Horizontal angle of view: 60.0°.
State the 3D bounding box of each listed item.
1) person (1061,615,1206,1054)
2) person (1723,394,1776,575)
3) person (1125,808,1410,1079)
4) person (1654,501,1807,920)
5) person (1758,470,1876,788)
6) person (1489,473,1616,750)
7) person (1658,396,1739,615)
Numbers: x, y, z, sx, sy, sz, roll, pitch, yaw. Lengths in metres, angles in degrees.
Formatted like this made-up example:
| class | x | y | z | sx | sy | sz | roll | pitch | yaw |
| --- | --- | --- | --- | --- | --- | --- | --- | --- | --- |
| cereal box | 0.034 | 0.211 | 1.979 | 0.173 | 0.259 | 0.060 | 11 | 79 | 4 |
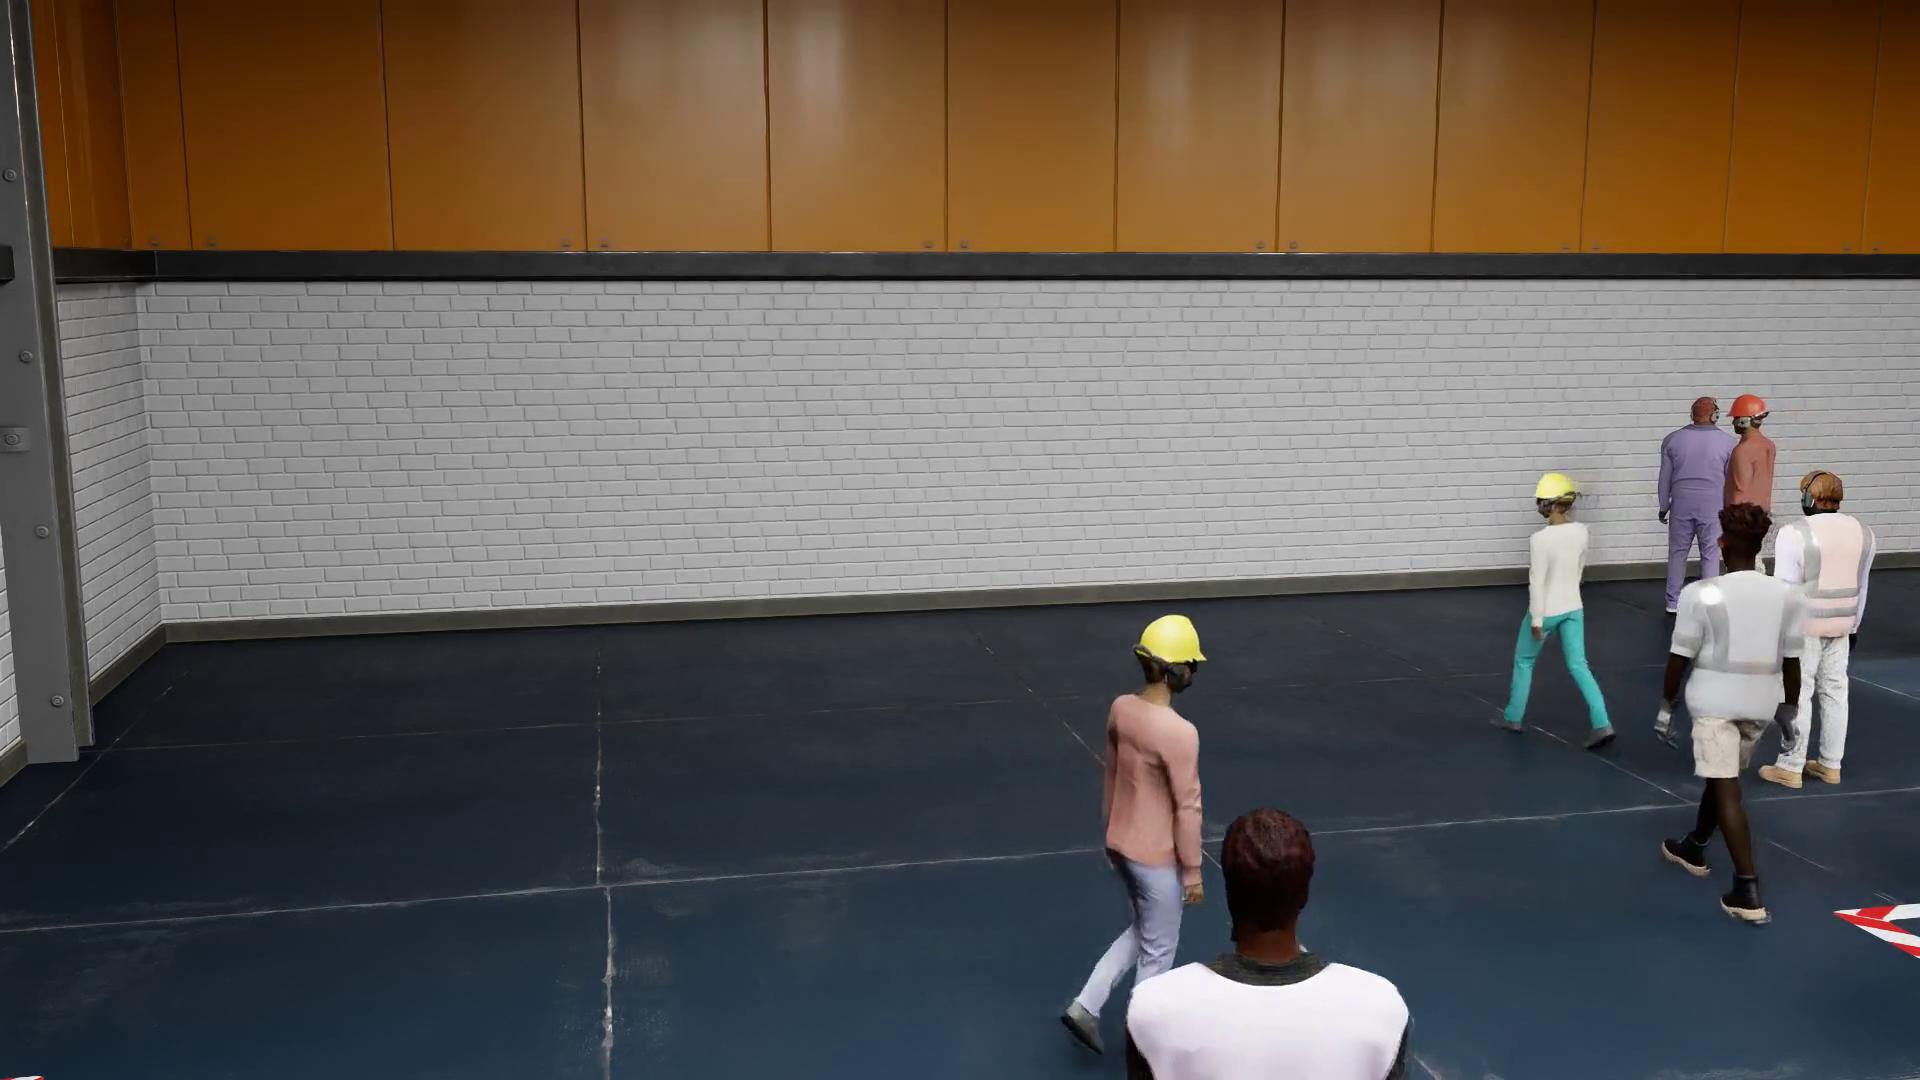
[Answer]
| class | x | y | z | sx | sy | sz | roll | pitch | yaw |
| --- | --- | --- | --- | --- | --- | --- | --- | --- | --- |
| person | 0.694 | 1.143 | 6.102 | 0.440 | 1.754 | 0.535 | -4 | 10 | -23 |
| person | 6.309 | -0.175 | 13.392 | 0.623 | 1.989 | 0.401 | -9 | 13 | -43 |
| person | 0.626 | 1.498 | 3.480 | 0.591 | 1.904 | 0.461 | -1 | 9 | -4 |
| person | 3.647 | 0.768 | 7.891 | 0.619 | 1.918 | 0.988 | -1 | 9 | -6 |
| person | 4.936 | 0.514 | 9.646 | 0.629 | 1.842 | 0.429 | -2 | 10 | -13 |
| person | 3.782 | 0.440 | 10.475 | 0.519 | 1.731 | 0.893 | -4 | 10 | -25 |
| person | 6.362 | -0.285 | 14.327 | 0.651 | 1.904 | 0.401 | 6 | 11 | 34 |
